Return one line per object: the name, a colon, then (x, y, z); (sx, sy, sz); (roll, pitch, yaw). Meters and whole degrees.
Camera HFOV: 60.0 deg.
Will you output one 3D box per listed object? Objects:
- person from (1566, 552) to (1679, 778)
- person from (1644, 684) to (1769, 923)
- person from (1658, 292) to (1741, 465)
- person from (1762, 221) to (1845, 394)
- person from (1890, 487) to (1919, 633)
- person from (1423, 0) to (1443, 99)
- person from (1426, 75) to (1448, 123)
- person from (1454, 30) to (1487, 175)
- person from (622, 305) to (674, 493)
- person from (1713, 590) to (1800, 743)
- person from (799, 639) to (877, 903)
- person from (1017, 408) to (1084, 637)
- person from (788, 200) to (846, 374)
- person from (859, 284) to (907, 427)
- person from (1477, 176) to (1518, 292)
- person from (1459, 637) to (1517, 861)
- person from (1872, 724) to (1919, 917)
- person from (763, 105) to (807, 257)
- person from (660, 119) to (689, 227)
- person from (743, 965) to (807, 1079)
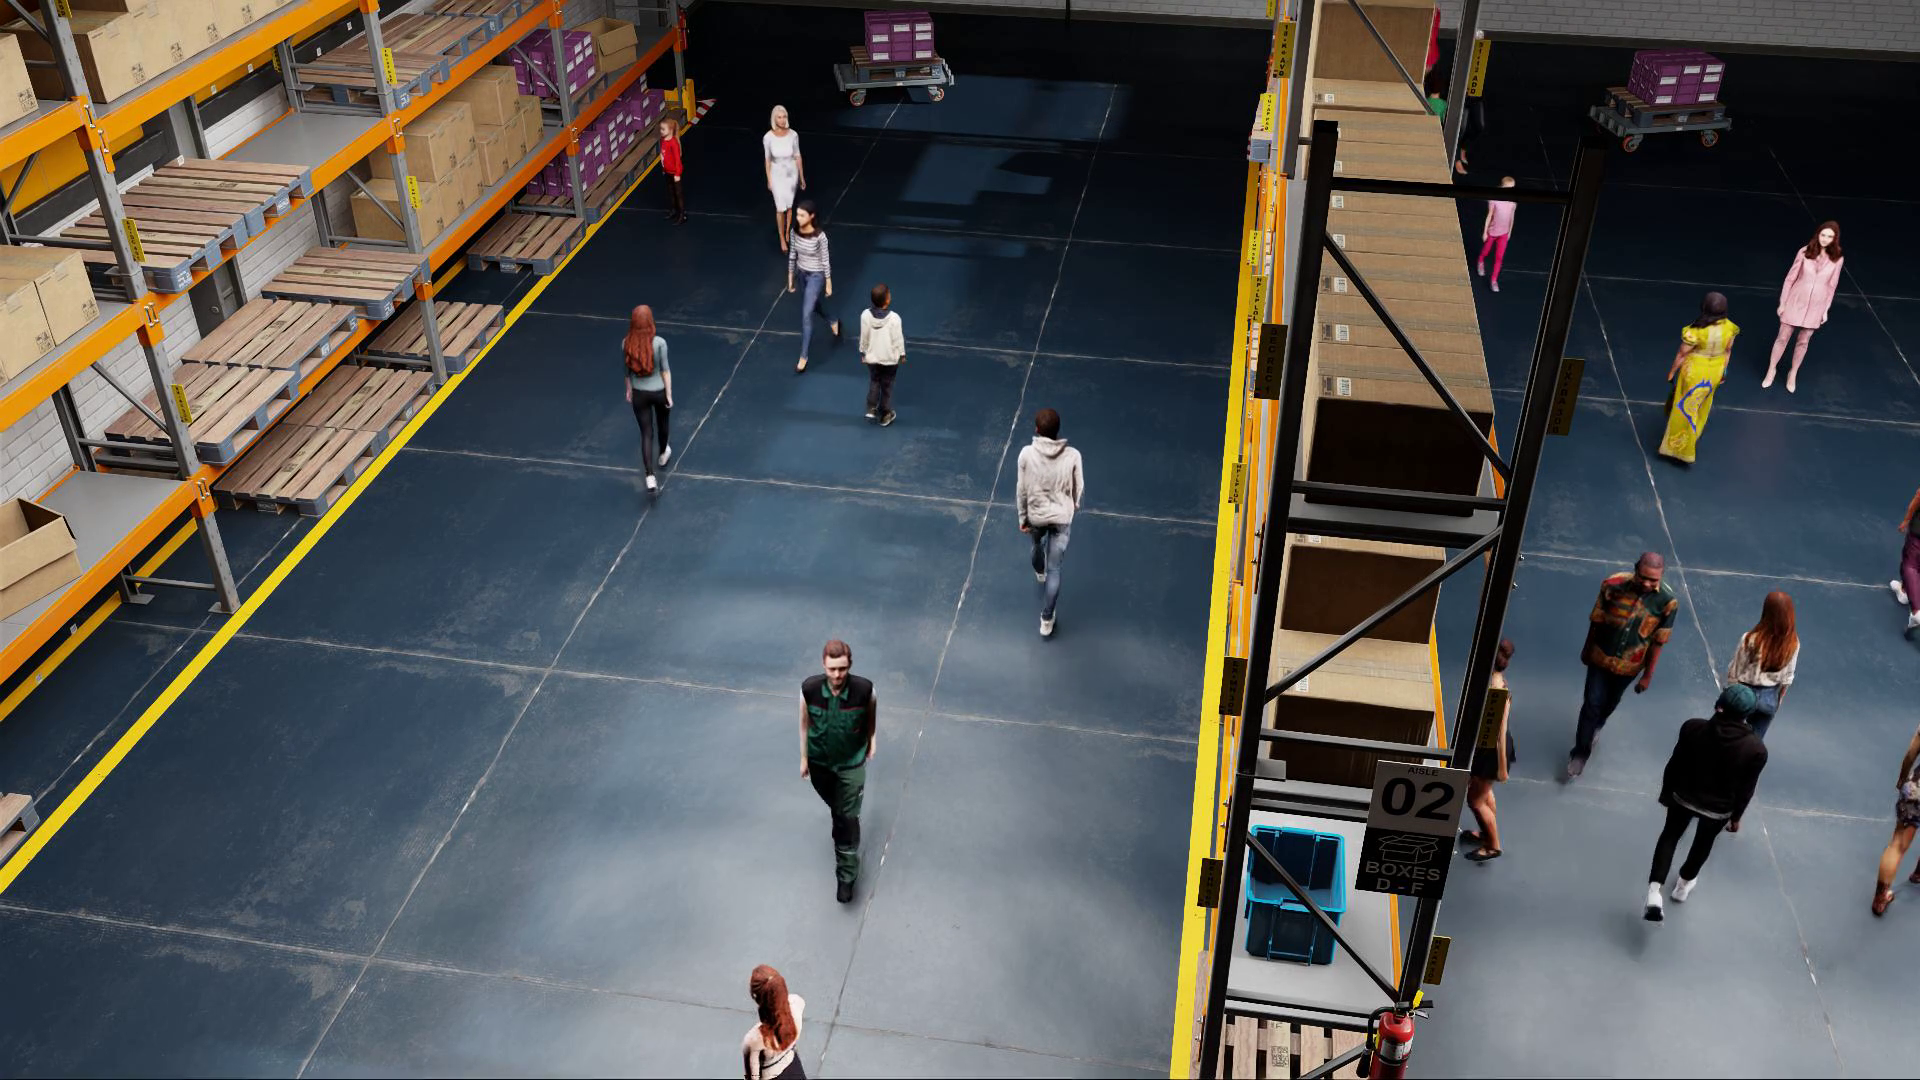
person: (4.673, 0.767, 11.757); (0.838, 1.768, 1.119); (14, 36, 20)
person: (4.618, 1.668, 10.374); (0.944, 1.798, 1.158); (20, 39, 28)
person: (6.805, -1.450, 15.212); (0.953, 1.635, 1.175); (-6, 34, -9)
person: (8.311, -2.303, 16.346); (0.668, 1.801, 0.600); (14, 36, 19)
person: (7.689, -0.100, 13.068); (0.664, 1.760, 1.073); (4, 34, 5)
person: (6.523, -7.033, 23.542); (0.701, 1.711, 0.792); (1, 34, 2)
person: (5.698, -4.809, 20.274); (0.638, 1.625, 1.077); (8, 35, 12)
person: (6.159, -5.349, 20.212); (0.858, 1.775, 0.811); (-17, 37, -24)
person: (-2.774, -1.231, 14.817); (0.728, 1.706, 1.194); (0, 34, 0)
person: (5.370, 1.139, 11.251); (0.604, 1.707, 0.802); (6, 34, 9)
person: (-0.804, 1.365, 10.827); (0.683, 1.800, 1.133); (3, 34, 5)
person: (0.694, -0.102, 13.045); (0.742, 1.789, 1.252); (3, 34, 4)
person: (-1.457, -2.624, 16.868); (0.886, 1.757, 1.215); (19, 38, 26)
person: (-0.767, -1.719, 15.789); (0.667, 1.445, 0.686); (16, 37, 23)
person: (5.982, -3.461, 18.582); (0.568, 1.252, 0.893); (1, 34, 1)
person: (3.519, 1.391, 10.922); (0.699, 1.654, 0.532); (-3, 34, -5)
person: (6.052, 1.677, 10.441); (1.038, 1.708, 0.919); (-28, 43, -36)
person: (-2.075, -4.223, 19.299); (0.784, 1.730, 0.864); (-14, 36, -20)
person: (-3.463, -4.456, 20.055); (0.624, 1.281, 0.579); (-26, 41, -33)
person: (-0.875, 2.899, 8.594); (0.976, 1.718, 1.007); (26, 41, 33)
